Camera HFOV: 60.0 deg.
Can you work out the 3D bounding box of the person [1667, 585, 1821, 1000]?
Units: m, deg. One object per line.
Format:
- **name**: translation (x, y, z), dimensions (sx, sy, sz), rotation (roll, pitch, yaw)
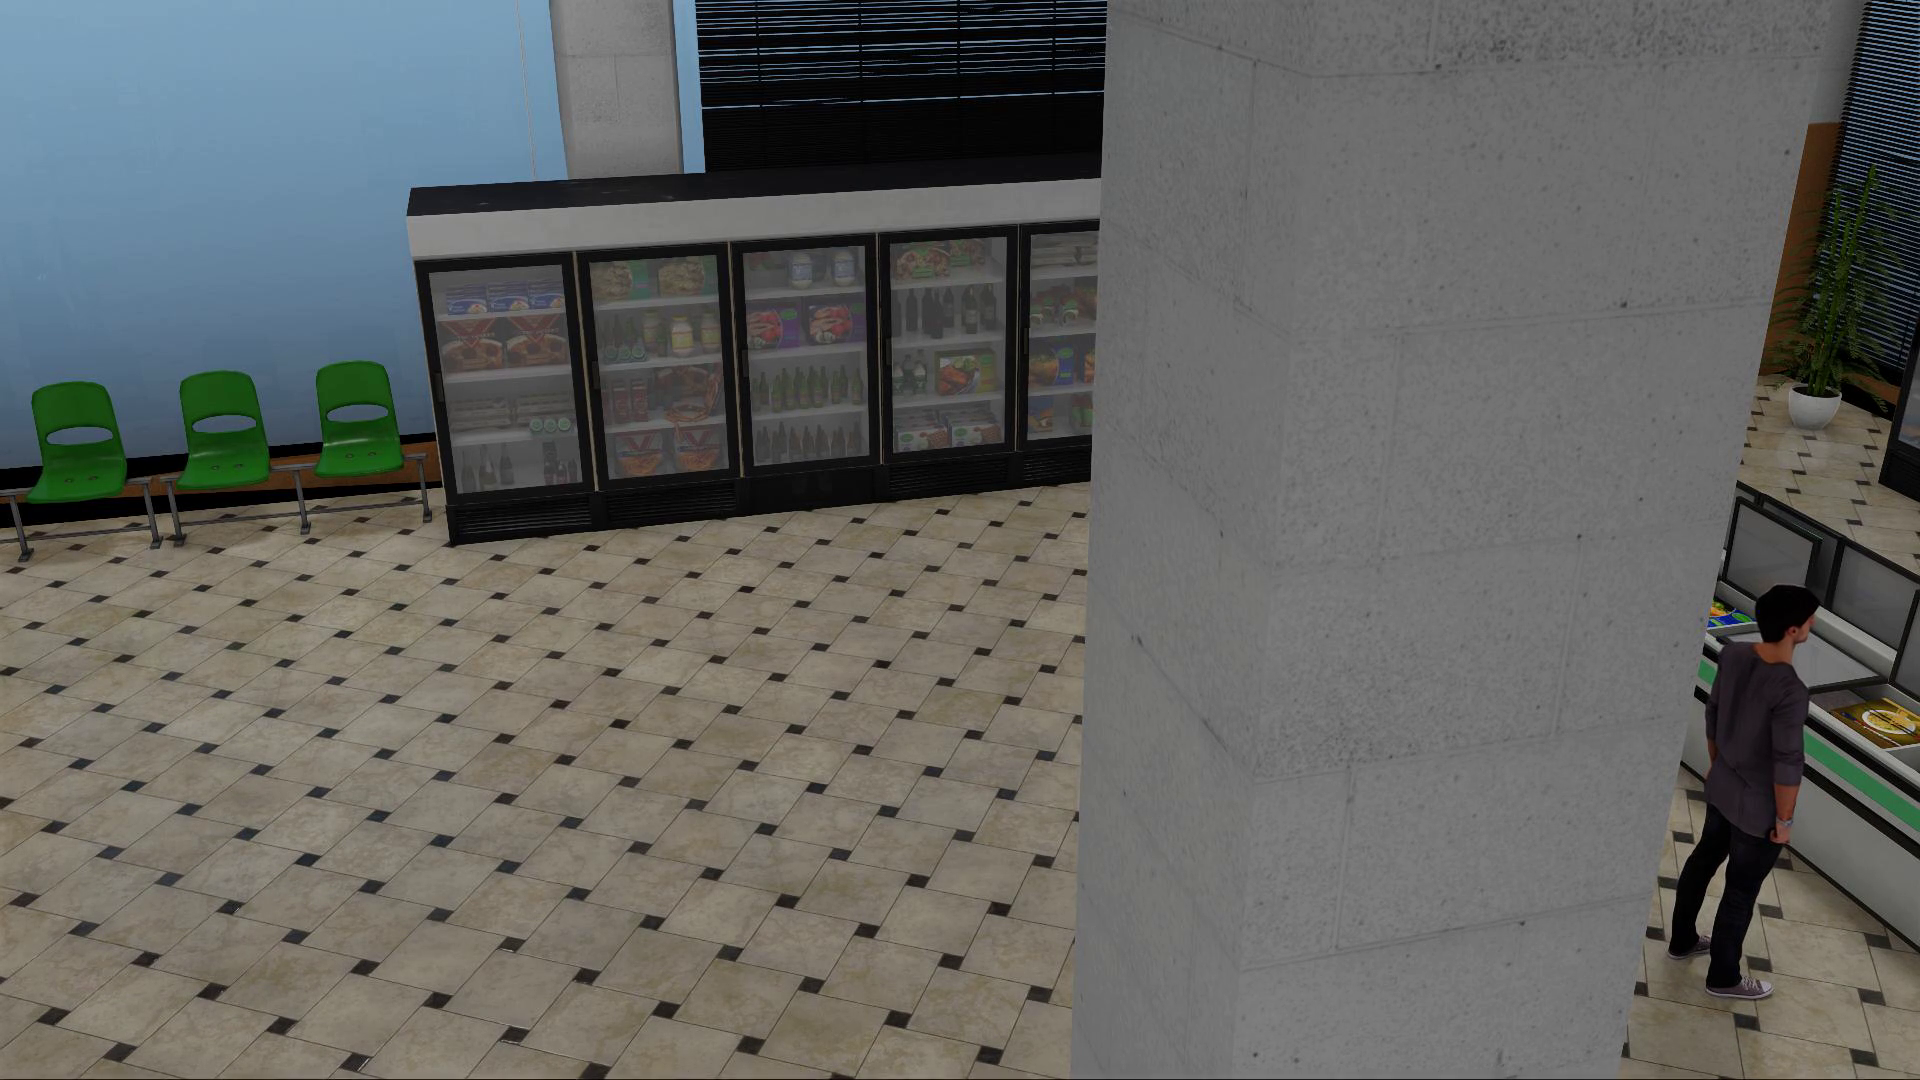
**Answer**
- **person**: translation (3.274, 1.036, 6.923), dimensions (0.736, 1.853, 0.480), rotation (-5, 24, -11)
